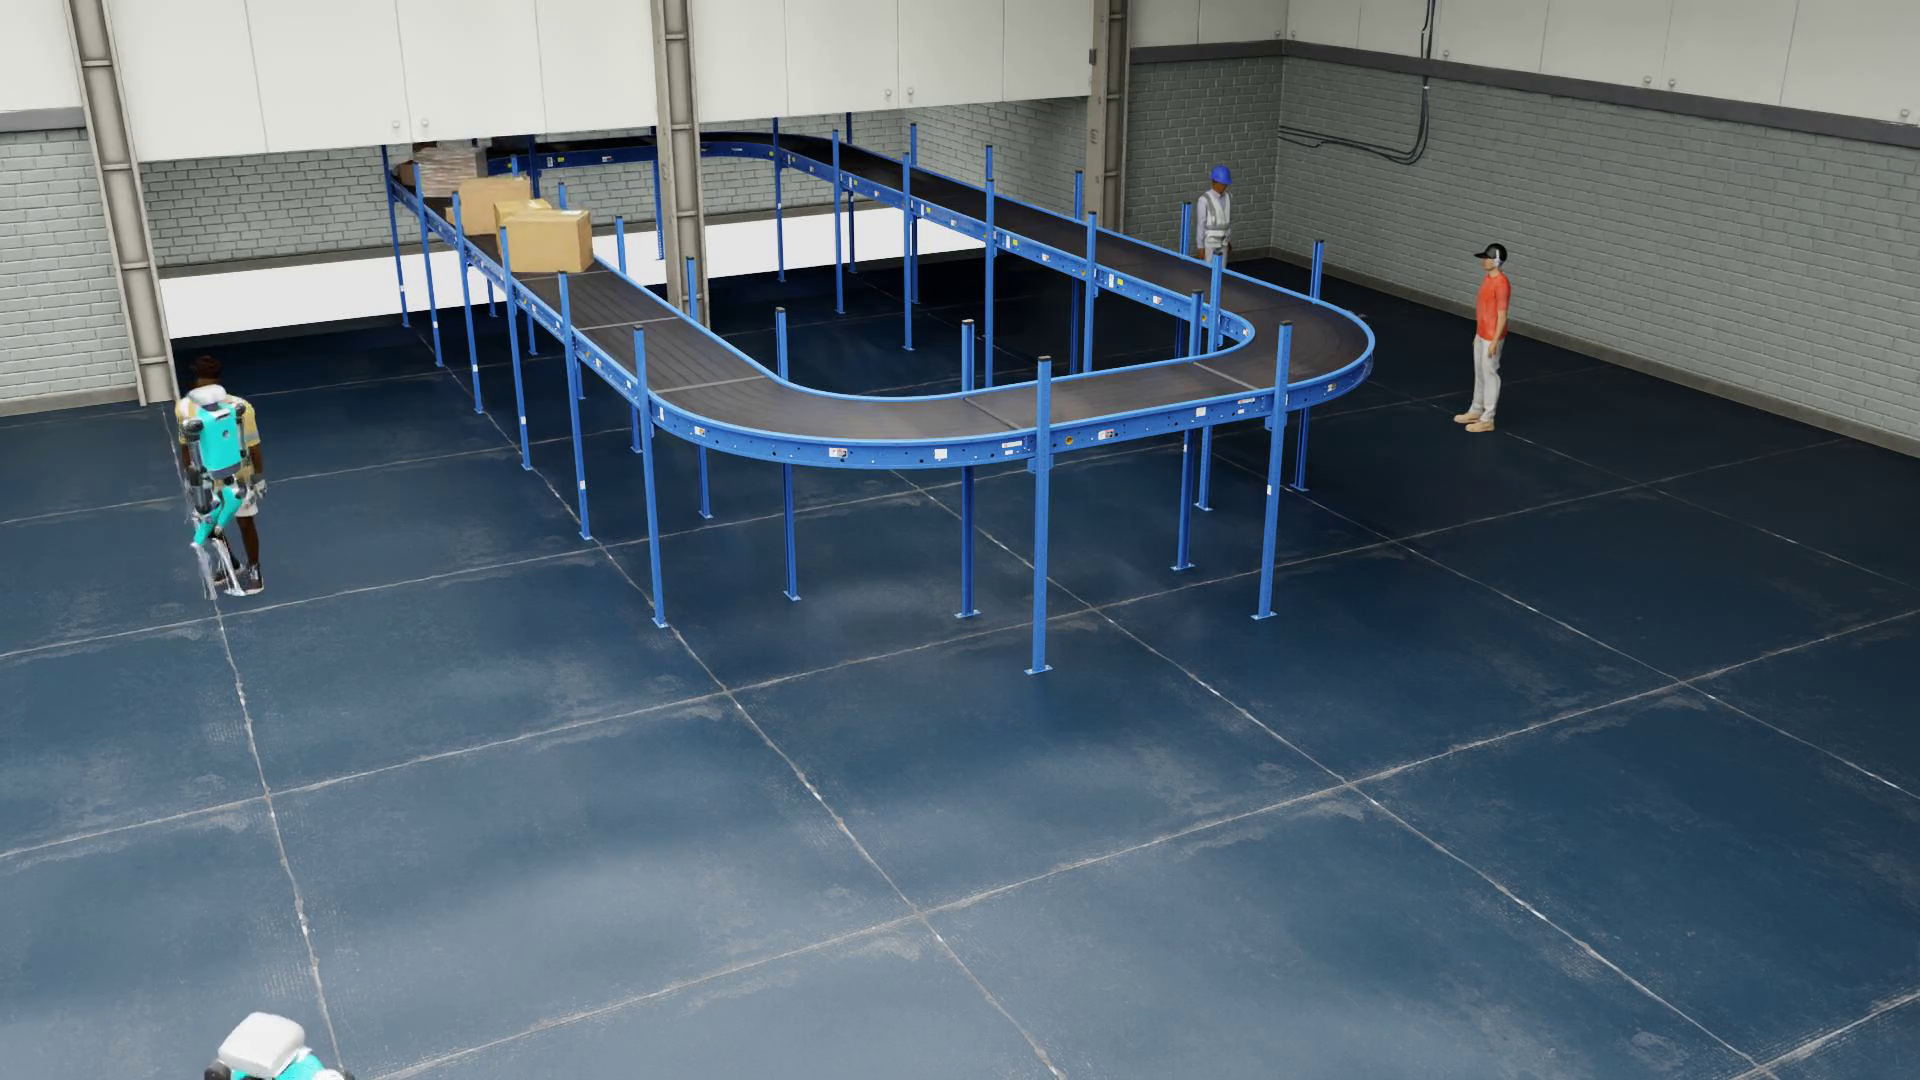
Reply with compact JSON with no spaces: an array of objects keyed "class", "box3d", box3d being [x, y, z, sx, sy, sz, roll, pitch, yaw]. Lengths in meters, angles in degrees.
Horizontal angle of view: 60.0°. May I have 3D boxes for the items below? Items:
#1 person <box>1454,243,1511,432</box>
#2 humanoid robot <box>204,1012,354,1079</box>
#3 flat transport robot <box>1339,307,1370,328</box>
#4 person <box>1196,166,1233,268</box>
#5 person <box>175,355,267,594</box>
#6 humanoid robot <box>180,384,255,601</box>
[{"class":"person","box3d":[5.277,-2.033,16.713,0.414,1.912,0.478,-1,22,-3]},{"class":"humanoid robot","box3d":[-2.381,2.570,5.677,0.530,1.860,0.782,5,23,12]},{"class":"flat transport robot","box3d":[4.341,-2.789,20.769,0.659,0.231,1.431,-18,28,-37]},{"class":"person","box3d":[3.198,-3.729,20.879,0.616,1.935,0.414,-18,28,-38]},{"class":"person","box3d":[-5.714,-0.508,12.896,0.642,1.949,0.468,0,22,-1]},{"class":"humanoid robot","box3d":[-5.778,-0.331,12.797,0.680,1.842,0.539,11,24,25]}]
